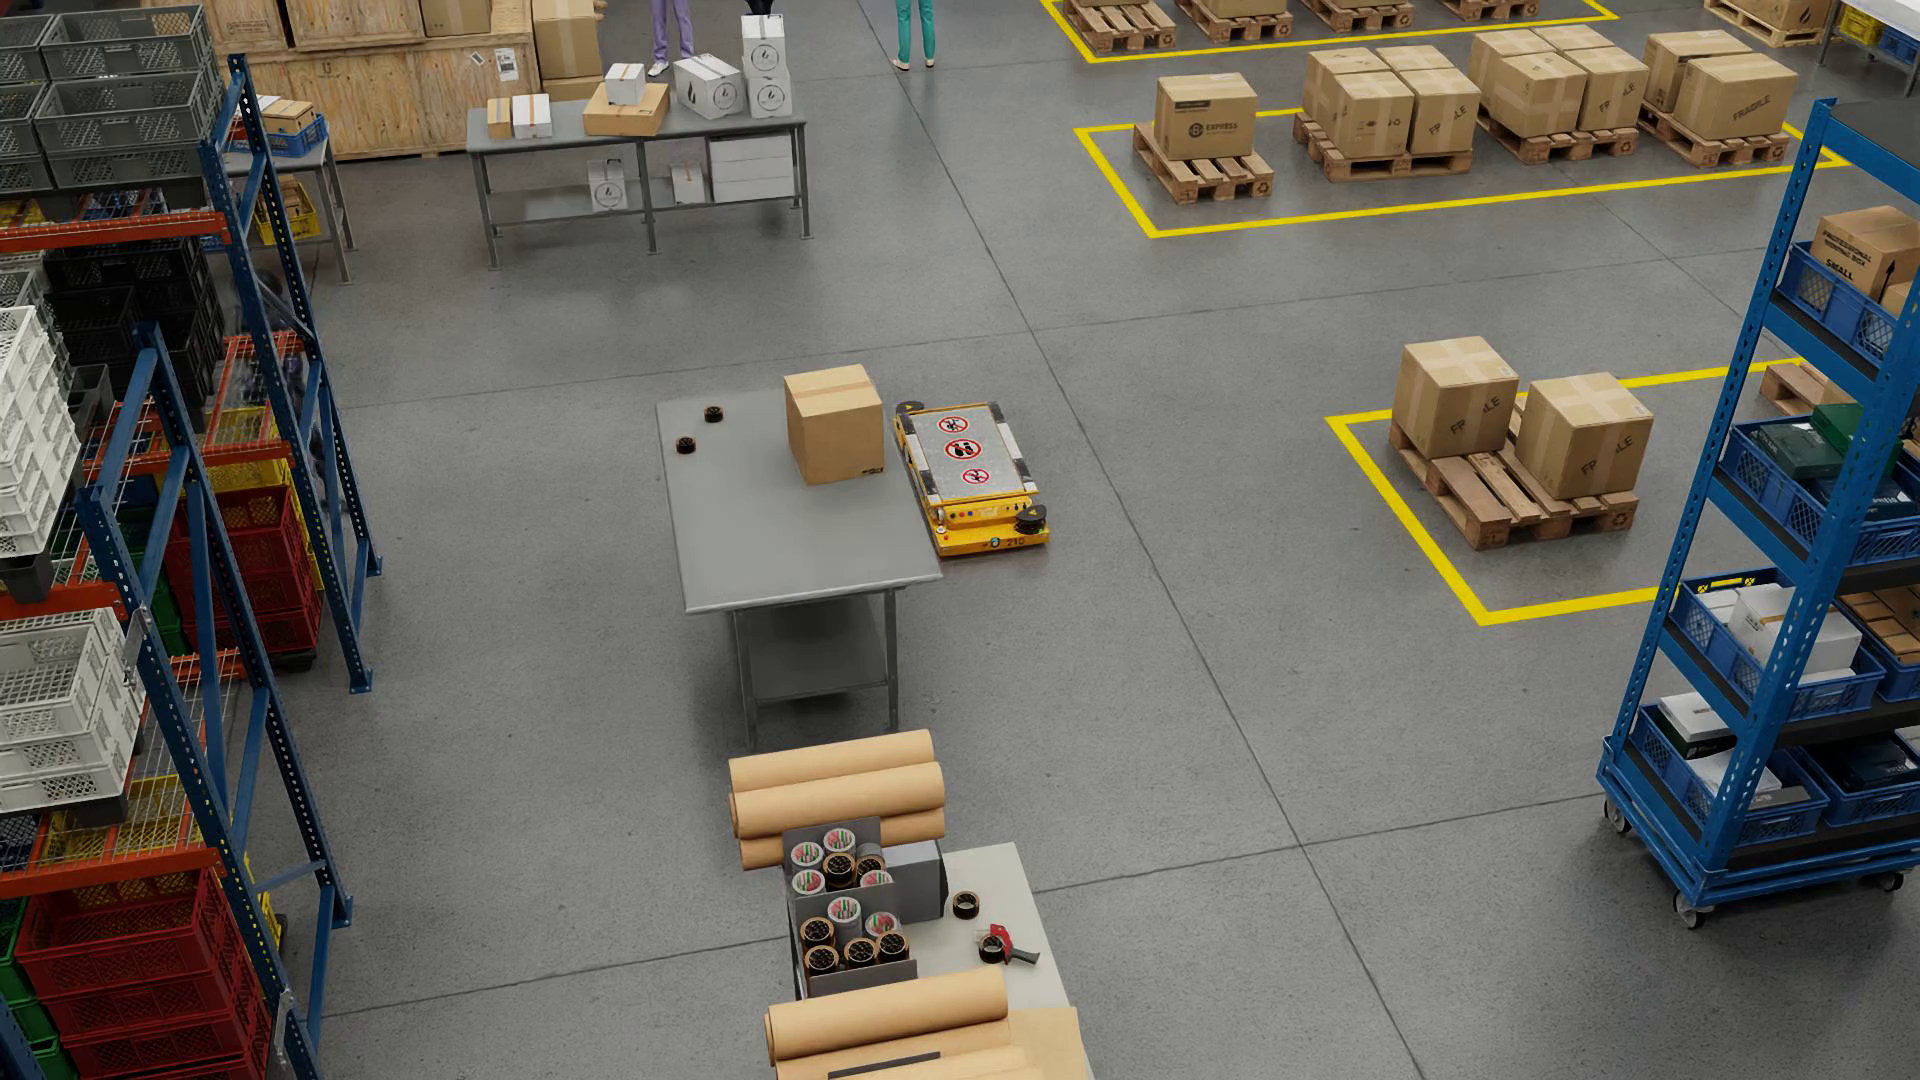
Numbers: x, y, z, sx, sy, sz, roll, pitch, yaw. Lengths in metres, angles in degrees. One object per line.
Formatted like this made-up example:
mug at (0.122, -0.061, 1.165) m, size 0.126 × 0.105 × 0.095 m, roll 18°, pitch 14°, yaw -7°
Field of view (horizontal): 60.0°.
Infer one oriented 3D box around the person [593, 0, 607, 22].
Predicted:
person at (-3.711, -6.163, 16.353) m, size 0.538 × 2.000 × 0.684 m, roll -4°, pitch 37°, yaw -6°

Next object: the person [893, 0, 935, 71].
person at (-0.447, -5.214, 15.312) m, size 0.523 × 1.760 × 0.323 m, roll -11°, pitch 38°, yaw -14°

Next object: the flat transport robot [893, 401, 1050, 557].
flat transport robot at (0.046, -0.430, 10.108) m, size 0.652 × 0.197 × 1.431 m, roll -8°, pitch 37°, yaw -10°

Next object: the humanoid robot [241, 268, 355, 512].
humanoid robot at (-3.948, -0.820, 9.493) m, size 0.585 × 1.637 × 0.600 m, roll 7°, pitch 37°, yaw 9°

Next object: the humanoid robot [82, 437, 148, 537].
humanoid robot at (-4.892, -0.759, 9.387) m, size 0.562 × 1.654 × 0.356 m, roll 13°, pitch 39°, yaw 17°

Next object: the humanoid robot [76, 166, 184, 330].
humanoid robot at (-5.469, -1.914, 10.937) m, size 0.599 × 1.653 × 0.332 m, roll -27°, pitch 44°, yaw -31°

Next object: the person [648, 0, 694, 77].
person at (-2.673, -5.160, 15.109) m, size 0.585 × 1.915 × 0.387 m, roll 6°, pitch 37°, yaw 9°

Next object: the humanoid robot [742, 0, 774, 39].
humanoid robot at (-1.670, -4.219, 14.041) m, size 0.333 × 1.651 × 0.574 m, roll -1°, pitch 37°, yaw -1°
